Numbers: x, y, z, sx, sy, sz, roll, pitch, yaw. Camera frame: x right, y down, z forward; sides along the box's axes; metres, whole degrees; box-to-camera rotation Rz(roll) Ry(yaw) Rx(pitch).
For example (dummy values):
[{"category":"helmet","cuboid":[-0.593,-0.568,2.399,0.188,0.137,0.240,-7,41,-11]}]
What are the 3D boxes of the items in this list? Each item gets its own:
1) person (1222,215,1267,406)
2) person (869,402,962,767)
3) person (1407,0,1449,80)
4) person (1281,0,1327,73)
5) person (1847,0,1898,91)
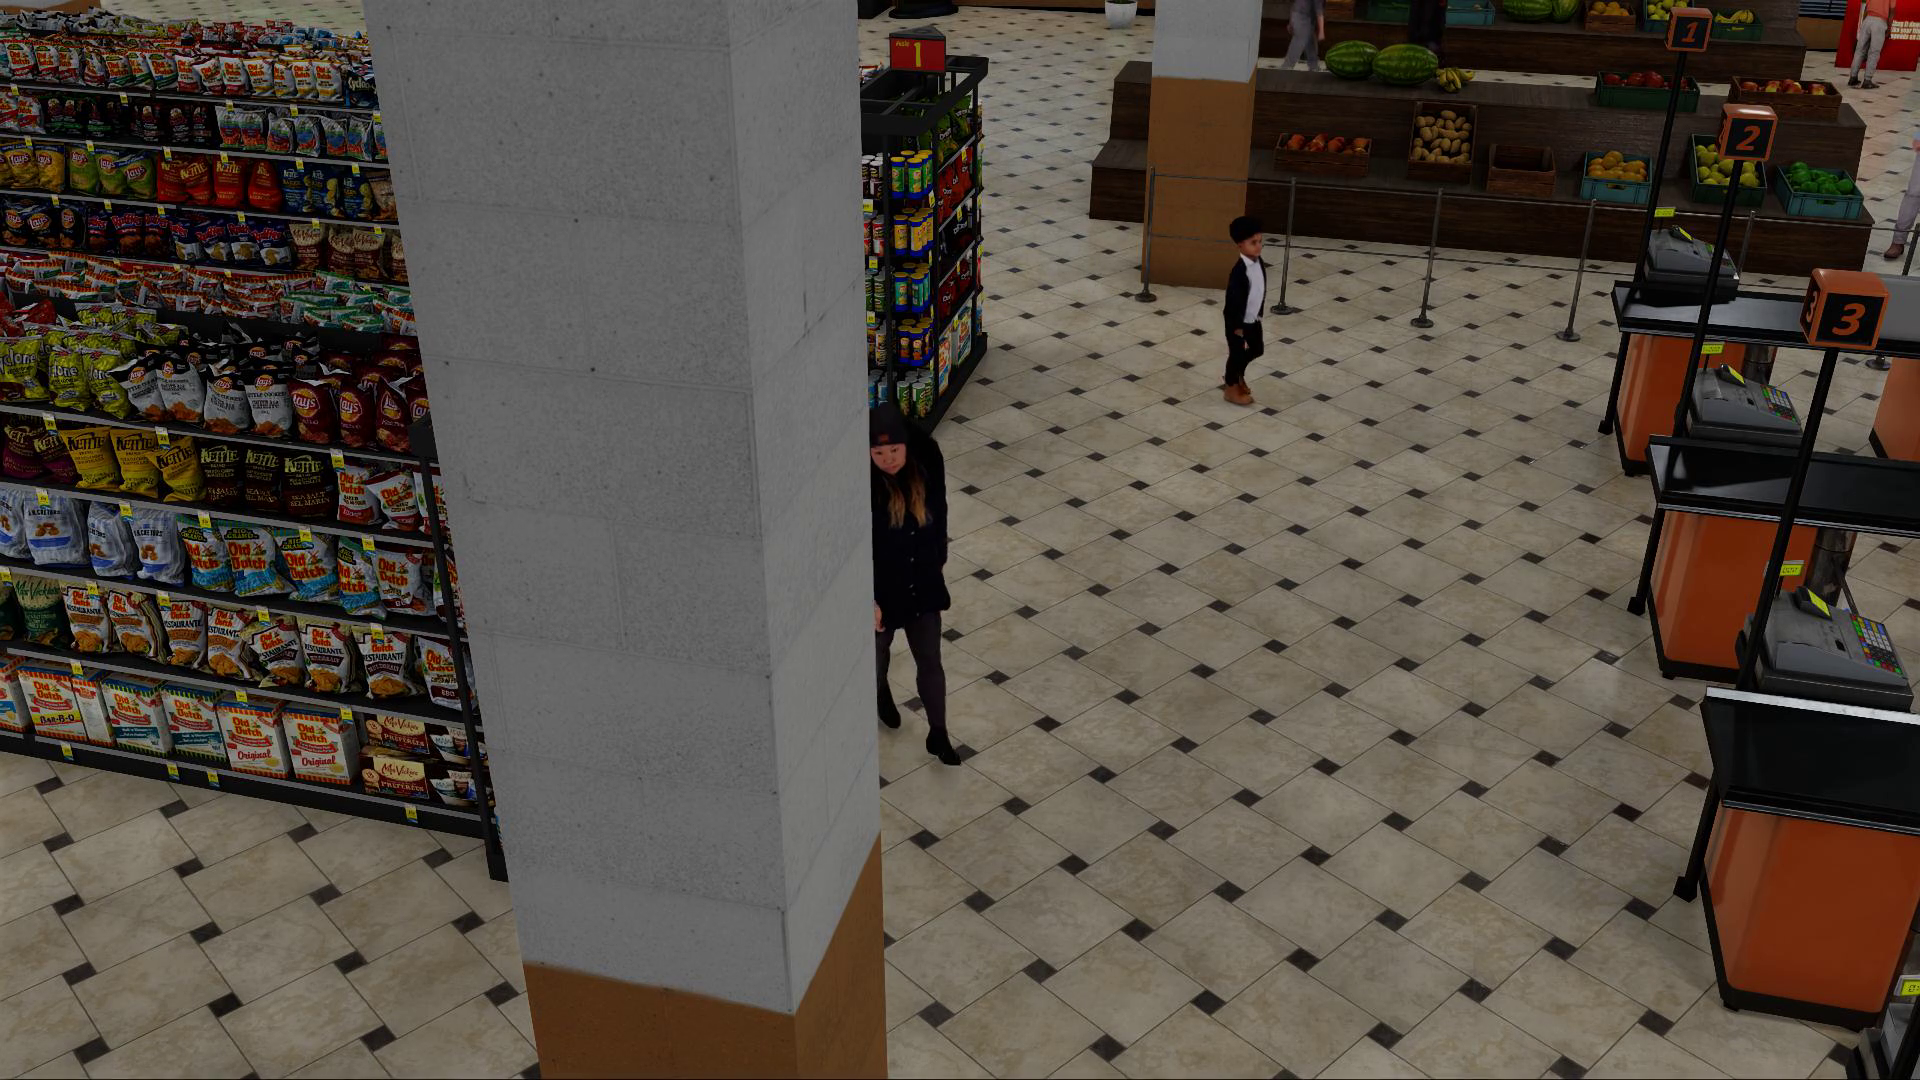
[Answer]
[{"category":"person","cuboid":[1.749,-1.459,10.513,0.599,1.218,0.644,-26,38,-38]},{"category":"person","cuboid":[-0.326,0.136,7.150,1.003,1.643,1.036,-12,31,-21]},{"category":"person","cuboid":[4.418,-4.897,16.190,0.675,1.814,0.728,4,29,7]},{"category":"person","cuboid":[3.420,-5.206,16.942,1.150,1.634,0.940,-7,29,-12]},{"category":"person","cuboid":[9.840,-5.531,17.878,0.619,1.309,0.558,-16,33,-27]}]
